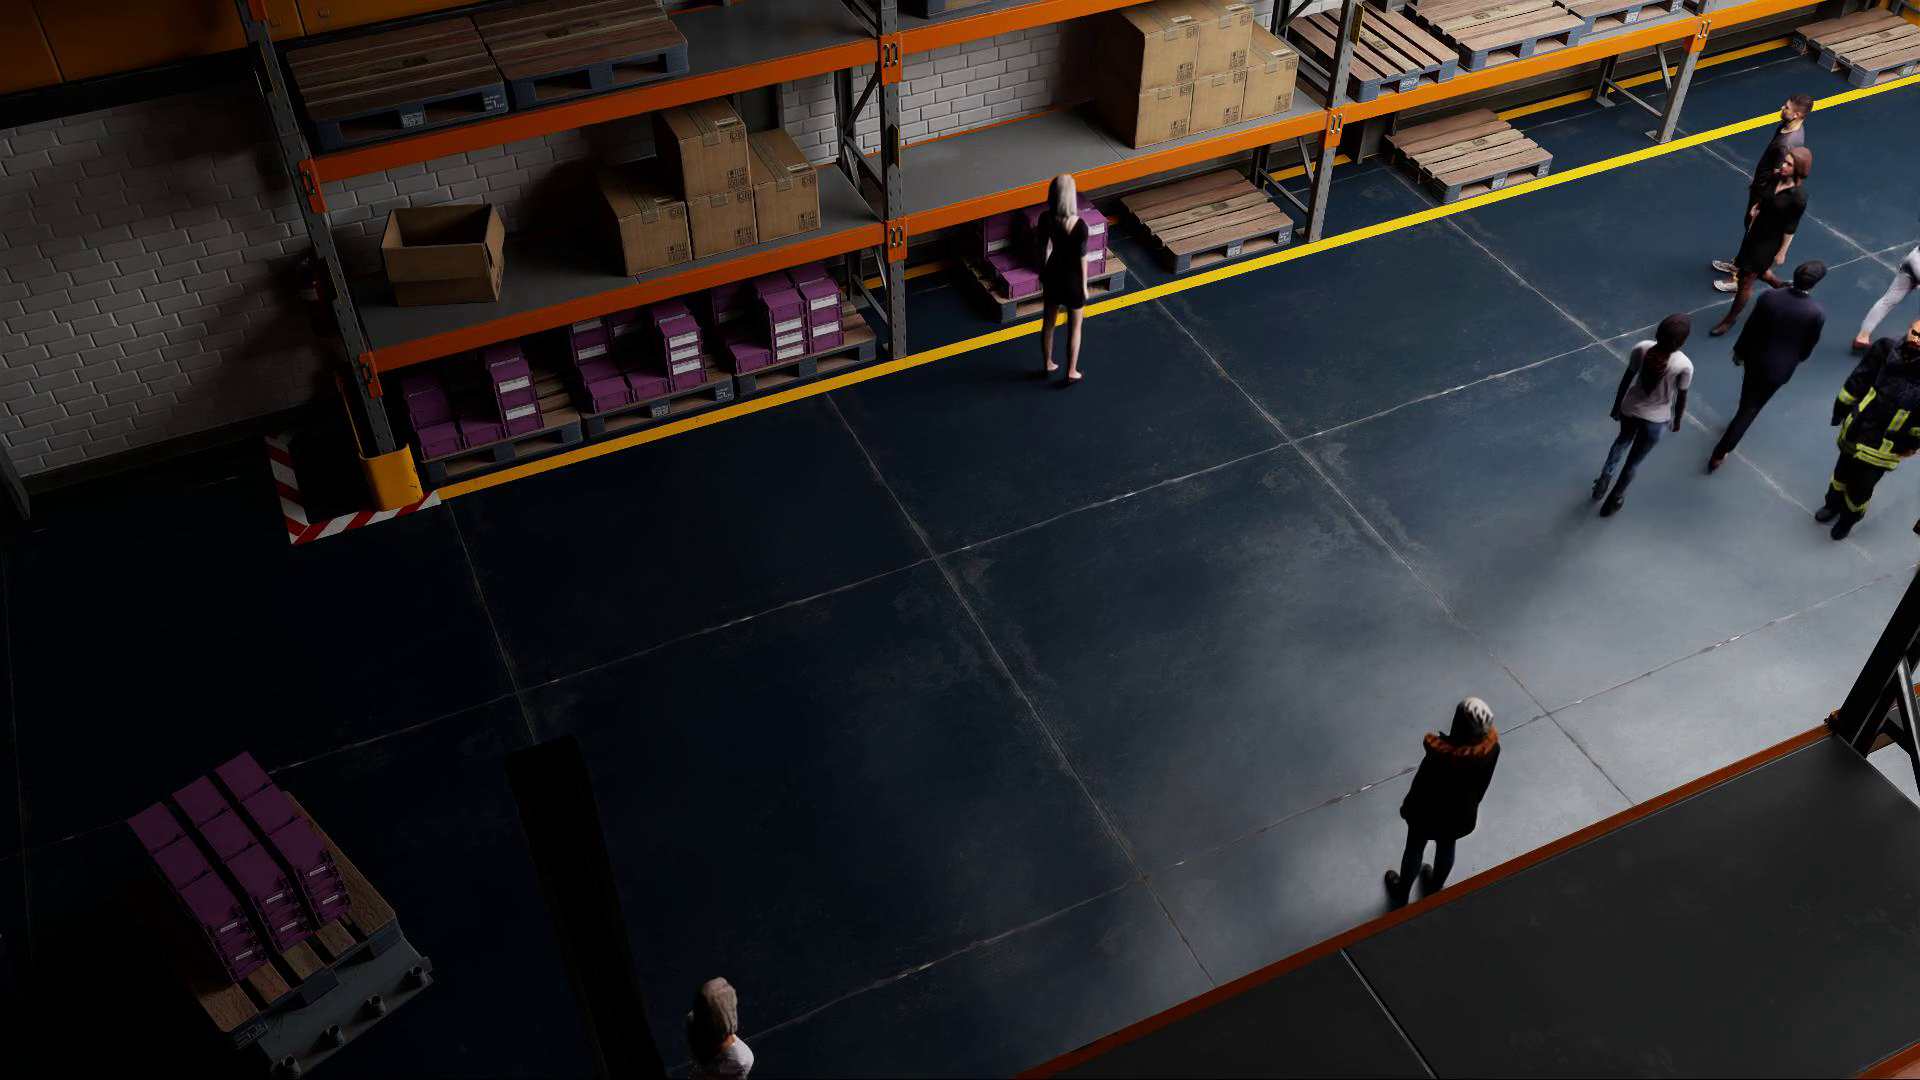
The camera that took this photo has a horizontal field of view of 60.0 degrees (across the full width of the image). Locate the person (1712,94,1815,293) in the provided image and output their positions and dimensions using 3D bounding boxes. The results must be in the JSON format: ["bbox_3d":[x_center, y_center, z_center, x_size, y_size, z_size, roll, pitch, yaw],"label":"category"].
[{"bbox_3d":[6.622,-2.853,13.659,0.765,1.764,0.713,13,45,13],"label":"person"}]

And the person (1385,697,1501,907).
[{"bbox_3d":[2.685,1.473,9.213,0.615,1.632,0.744,-6,44,-7],"label":"person"}]

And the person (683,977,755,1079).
[{"bbox_3d":[-1.189,2.737,7.848,0.910,1.687,1.185,30,51,27],"label":"person"}]

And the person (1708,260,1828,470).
[{"bbox_3d":[5.803,-1.210,12.007,0.946,1.663,1.234,30,51,27],"label":"person"}]

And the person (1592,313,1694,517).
[{"bbox_3d":[4.723,-0.822,11.565,0.684,1.711,0.715,34,53,31],"label":"person"}]

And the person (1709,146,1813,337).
[{"bbox_3d":[6.476,-2.371,13.211,0.997,1.683,0.699,-11,45,-11],"label":"person"}]

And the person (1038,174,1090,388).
[{"bbox_3d":[0.782,-1.956,12.669,0.657,1.832,0.667,22,48,22],"label":"person"}]

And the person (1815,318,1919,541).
[{"bbox_3d":[6.425,-0.854,11.495,0.776,1.855,0.827,-26,49,-25],"label":"person"}]
